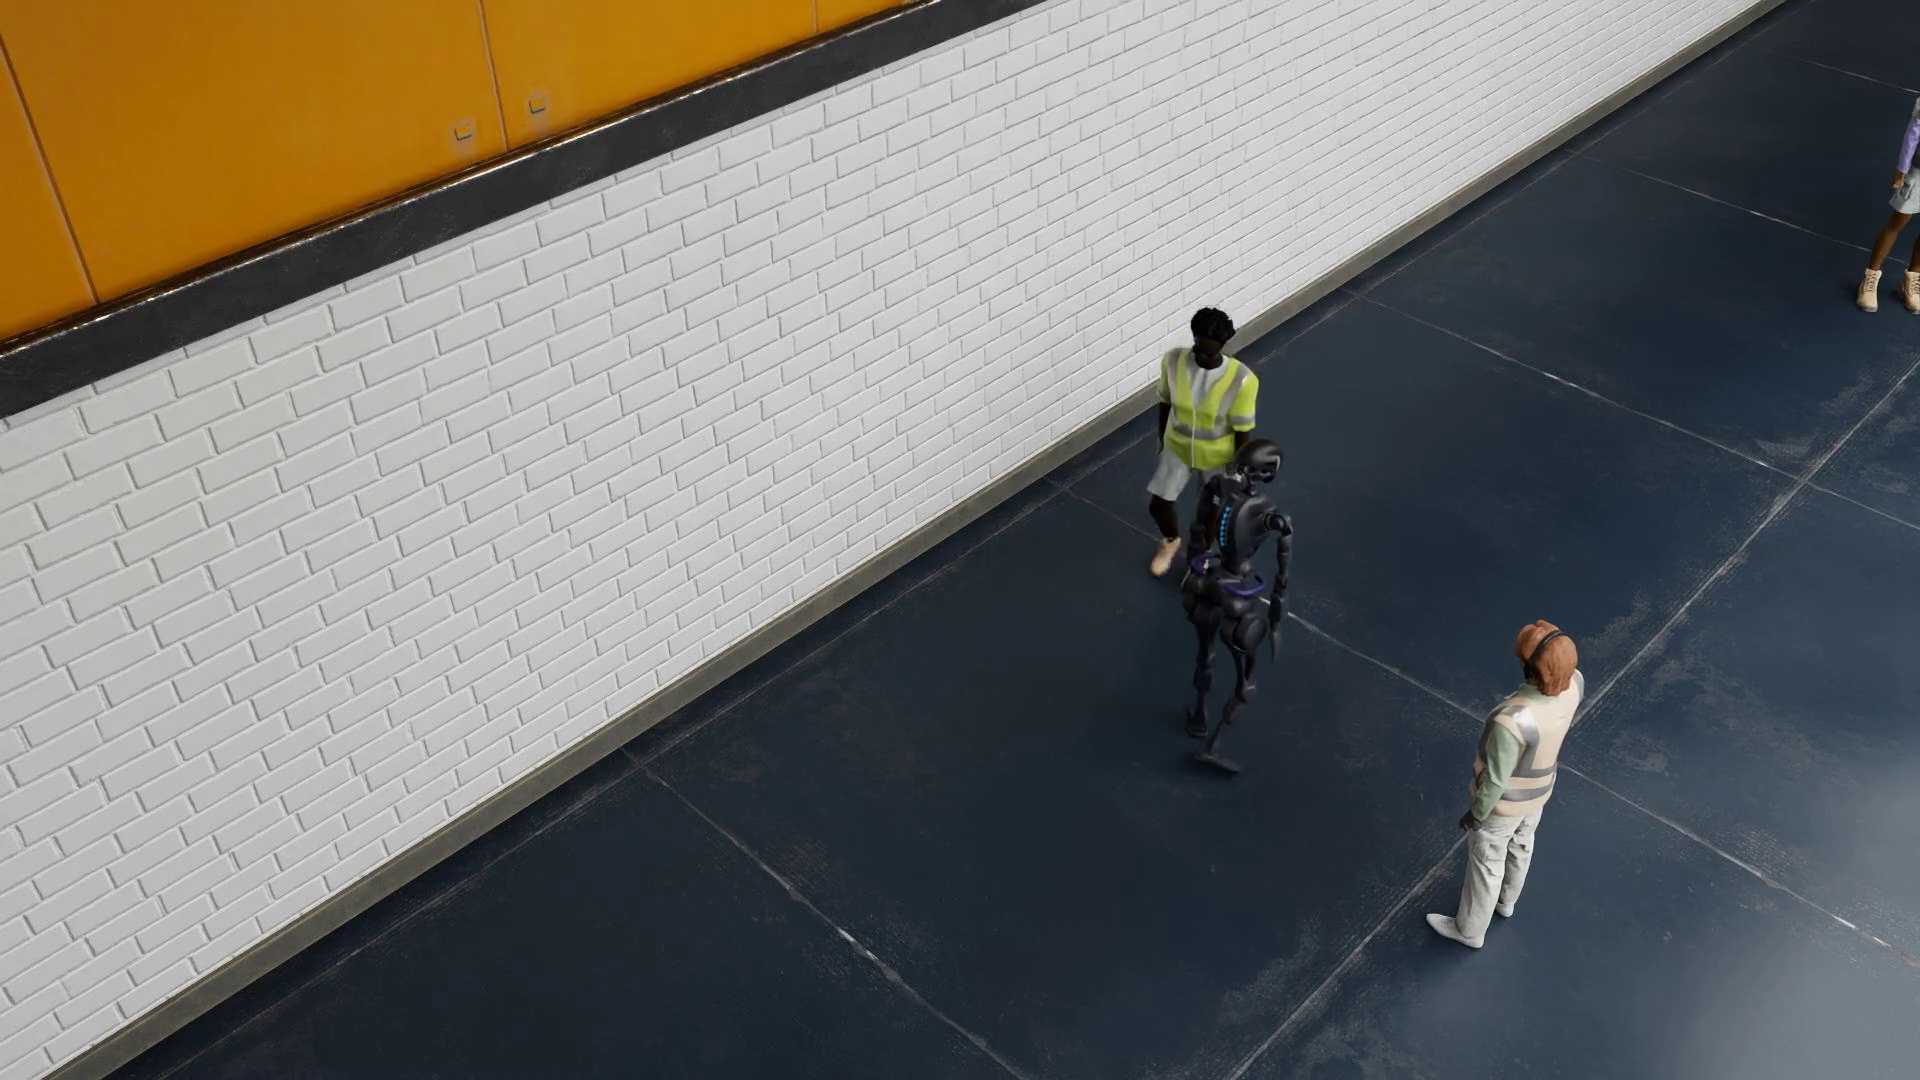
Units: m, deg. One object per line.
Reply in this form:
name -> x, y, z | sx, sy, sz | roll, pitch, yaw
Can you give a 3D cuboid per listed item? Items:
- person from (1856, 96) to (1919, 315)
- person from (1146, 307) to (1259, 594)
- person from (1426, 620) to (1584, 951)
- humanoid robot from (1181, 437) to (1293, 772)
person -> 6.211, -2.357, 10.457 | 0.604, 2.034, 0.392 | 5, 39, 6
person -> 1.196, -0.430, 8.323 | 0.537, 1.678, 0.376 | 17, 42, 20
person -> 2.179, 0.986, 6.587 | 0.523, 1.639, 0.306 | -29, 47, -31
humanoid robot -> 1.187, 0.285, 7.443 | 0.476, 1.644, 0.610 | -28, 46, -30
